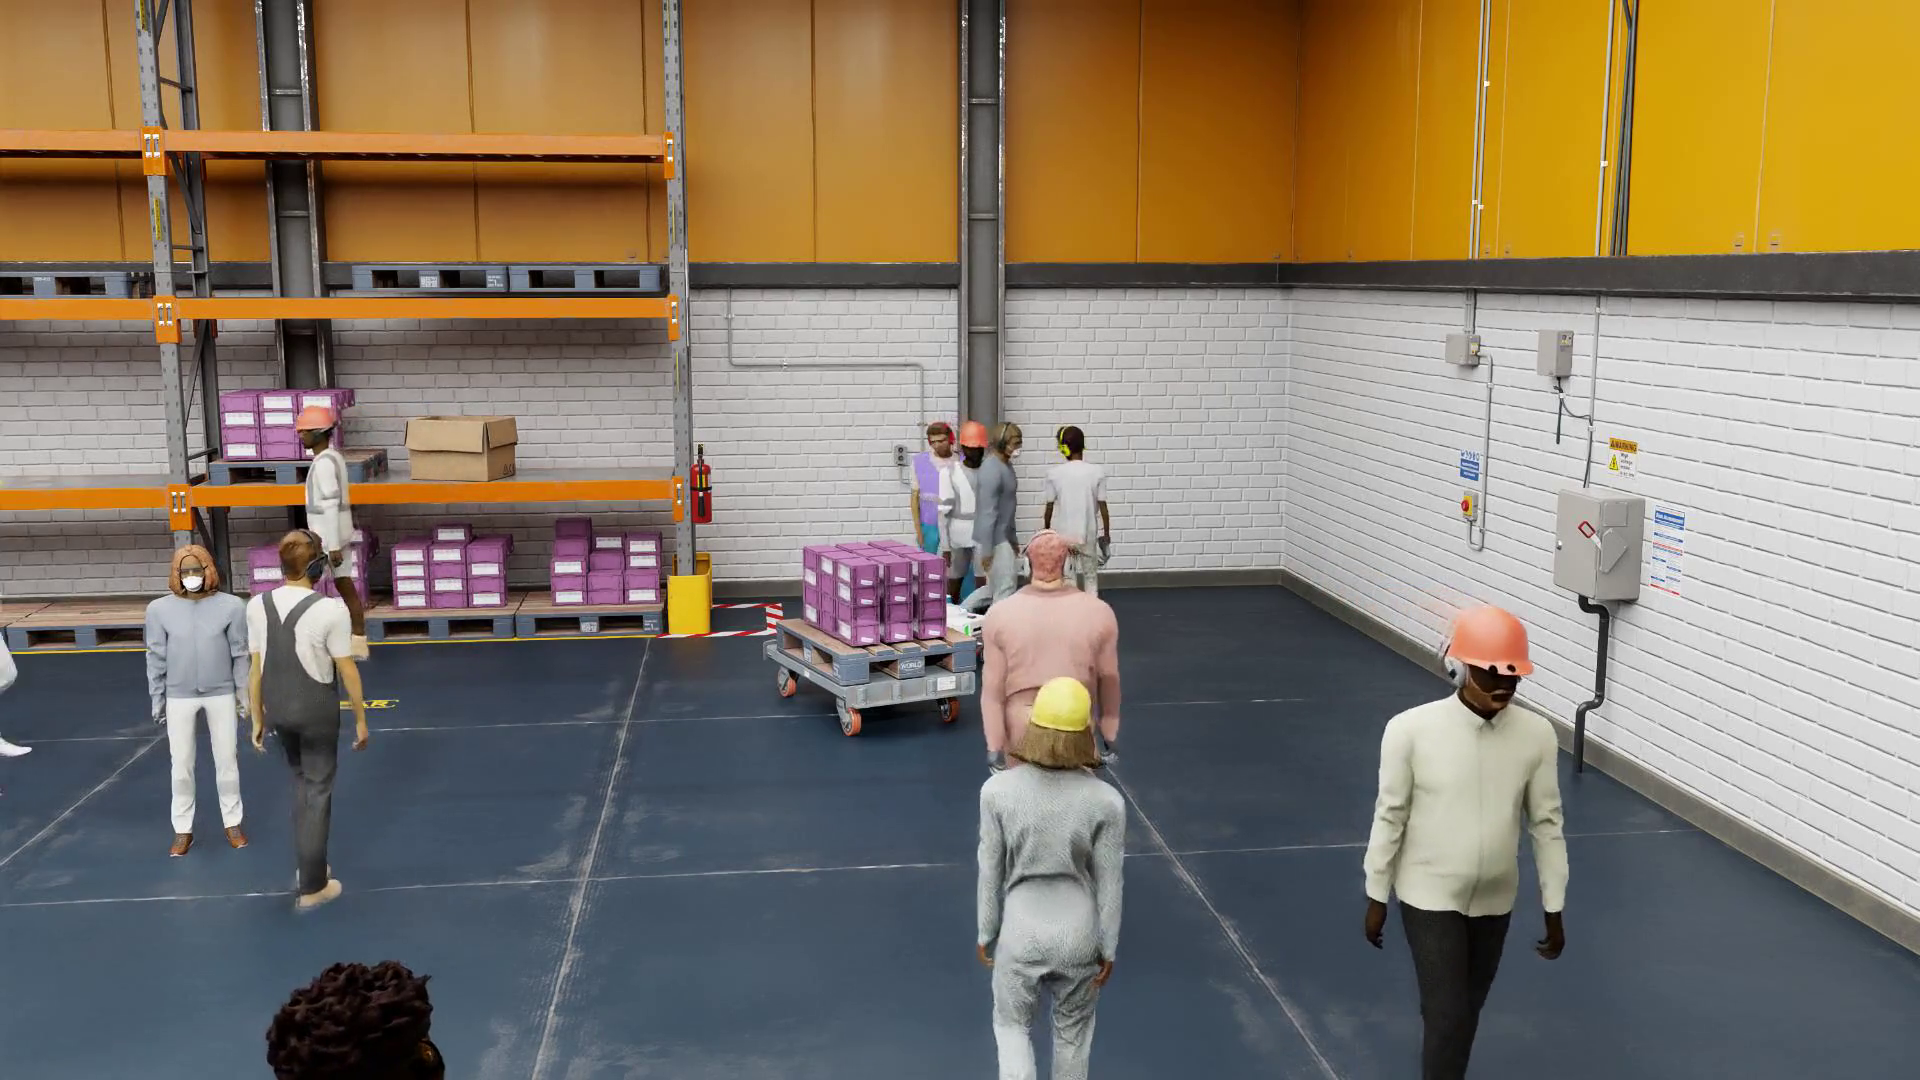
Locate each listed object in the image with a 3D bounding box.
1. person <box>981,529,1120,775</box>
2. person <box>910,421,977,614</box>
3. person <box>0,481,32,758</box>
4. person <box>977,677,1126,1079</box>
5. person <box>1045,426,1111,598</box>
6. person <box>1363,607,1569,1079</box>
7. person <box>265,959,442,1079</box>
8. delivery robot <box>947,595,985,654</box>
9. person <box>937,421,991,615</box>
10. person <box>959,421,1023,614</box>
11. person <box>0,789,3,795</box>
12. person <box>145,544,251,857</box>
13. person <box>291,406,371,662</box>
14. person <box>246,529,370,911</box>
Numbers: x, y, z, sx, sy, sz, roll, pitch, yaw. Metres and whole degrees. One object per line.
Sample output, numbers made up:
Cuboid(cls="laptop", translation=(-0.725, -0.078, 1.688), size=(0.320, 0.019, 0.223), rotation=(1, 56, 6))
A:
Cuboid(cls="person", translation=(0.422, 0.878, 7.715), size=(0.646, 1.868, 0.987), rotation=(0, 9, 1))
Cuboid(cls="person", translation=(-0.058, -0.115, 14.140), size=(0.774, 1.808, 0.418), rotation=(-2, 9, -14))
Cuboid(cls="person", translation=(-6.055, 0.437, 10.267), size=(0.421, 1.916, 0.605), rotation=(-4, 10, -25))
Cuboid(cls="person", translation=(0.293, 1.307, 5.450), size=(0.493, 1.722, 0.526), rotation=(1, 9, 5))
Cuboid(cls="person", translation=(0.942, 0.003, 13.224), size=(0.532, 1.840, 0.606), rotation=(1, 9, 9))
Cuboid(cls="person", translation=(1.697, 1.196, 5.421), size=(0.632, 1.956, 0.860), rotation=(-2, 9, -11))
Cuboid(cls="person", translation=(-0.936, 1.627, 2.700), size=(0.367, 1.966, 0.607), rotation=(-5, 10, -29))
Cuboid(cls="delivery robot", translation=(-0.116, 0.664, 12.808), size=(0.707, 0.478, 0.477), rotation=(7, 11, 37))
Cuboid(cls="person", translation=(0.078, -0.019, 13.257), size=(0.551, 1.876, 1.015), rotation=(-3, 9, -16))
Cuboid(cls="person", translation=(0.198, 0.021, 12.909), size=(0.762, 1.909, 0.640), rotation=(1, 9, 6))
Cuboid(cls="person", translation=(-5.731, 0.755, 9.250), size=(0.746, 1.600, 0.536), rotation=(-5, 10, -28))
Cuboid(cls="person", translation=(-3.976, 0.828, 8.717), size=(0.497, 1.633, 0.285), rotation=(-4, 10, -24))
Cuboid(cls="person", translation=(-5.002, -0.025, 12.850), size=(0.843, 2.009, 0.627), rotation=(-2, 9, -10))
Cuboid(cls="person", translation=(-3.104, 0.844, 8.019), size=(0.537, 1.824, 0.576), rotation=(2, 9, 11))
